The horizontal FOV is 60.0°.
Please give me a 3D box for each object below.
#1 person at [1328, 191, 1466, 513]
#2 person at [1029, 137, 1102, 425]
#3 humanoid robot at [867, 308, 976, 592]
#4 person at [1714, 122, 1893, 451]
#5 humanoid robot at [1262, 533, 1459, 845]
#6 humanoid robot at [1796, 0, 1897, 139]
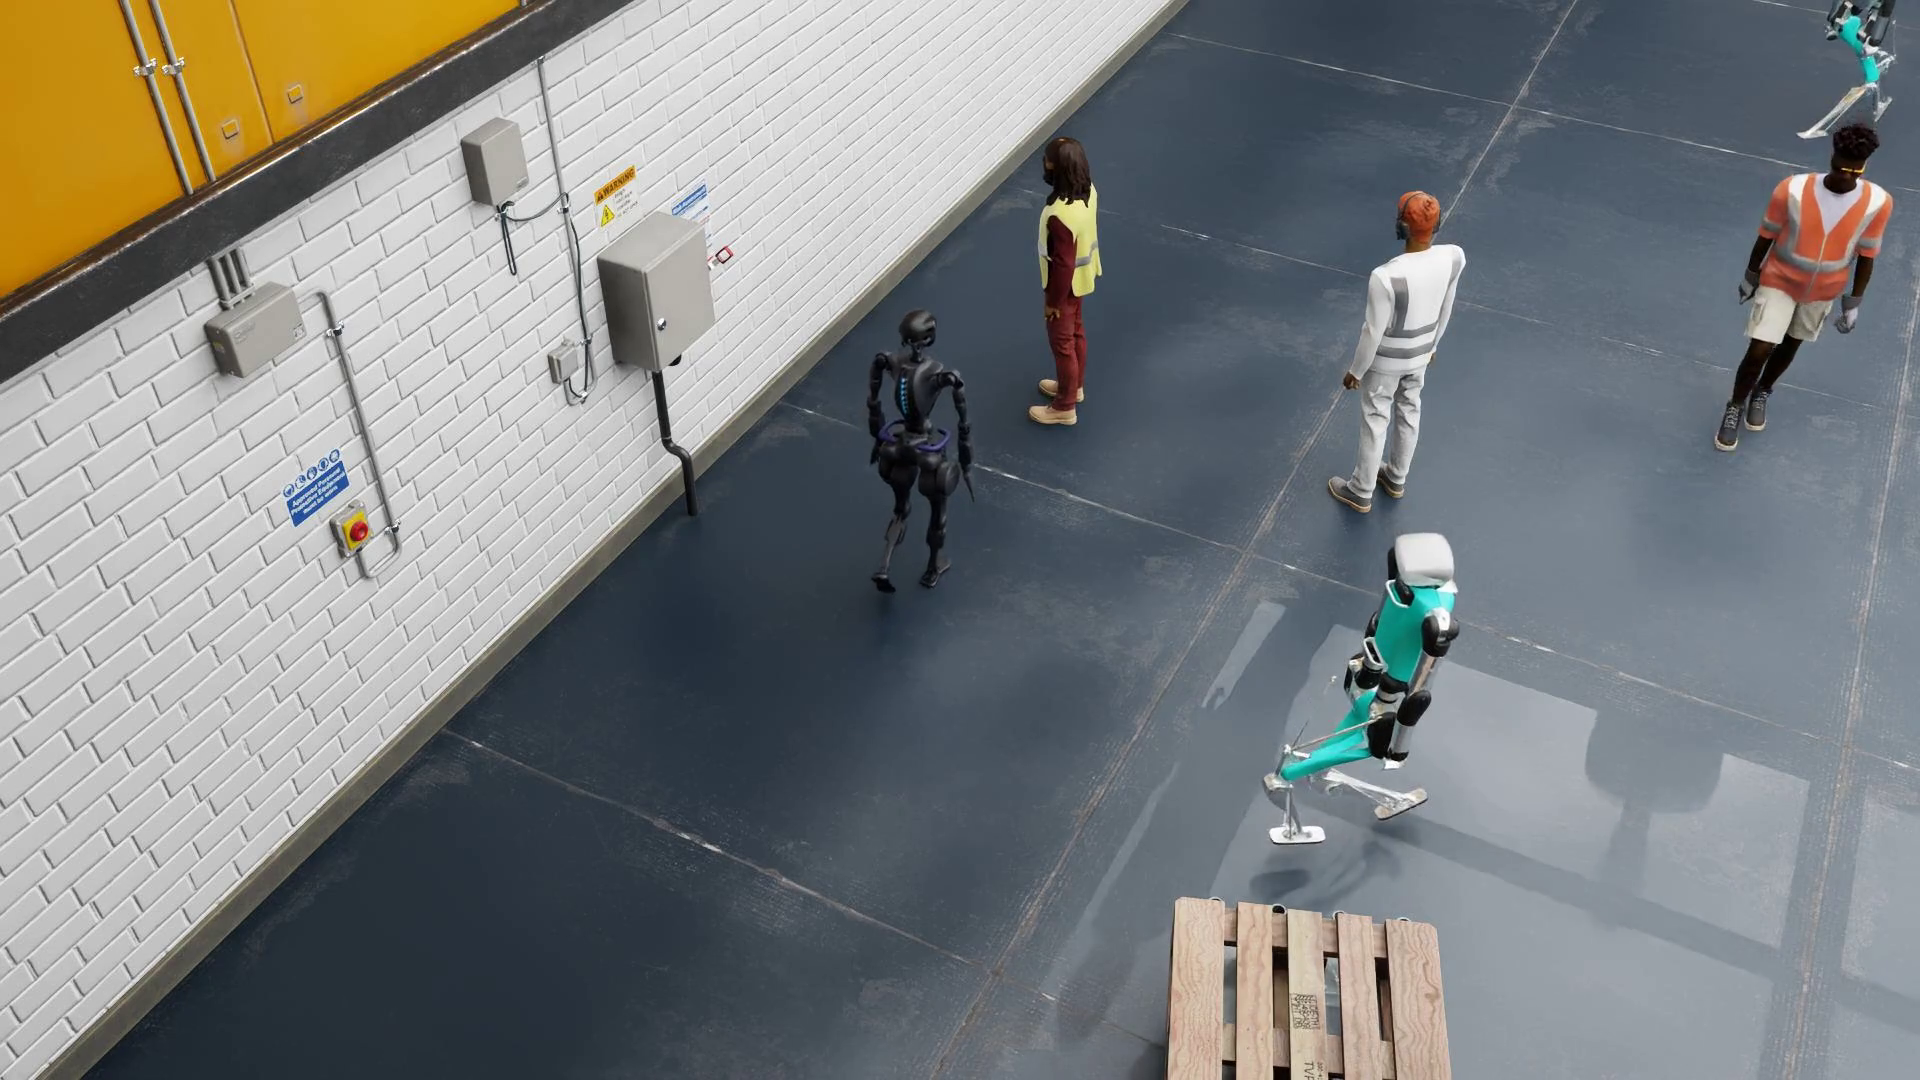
[{"bbox_3d":[2.282,-0.968,8.722,0.573,1.886,0.355,-19,44,-21],"label":"person"},{"bbox_3d":[0.604,-1.441,9.360,0.358,1.767,0.475,11,42,13],"label":"person"},{"bbox_3d":[-0.226,-0.383,8.207,0.609,1.639,0.463,17,44,19],"label":"humanoid robot"},{"bbox_3d":[4.628,-1.341,9.117,0.608,1.942,0.735,10,42,11],"label":"person"},{"bbox_3d":[1.614,0.703,6.891,0.983,1.732,0.539,-5,41,-5],"label":"humanoid robot"},{"bbox_3d":[6.766,-3.775,12.106,0.933,1.772,0.545,-11,42,-12],"label":"humanoid robot"}]
